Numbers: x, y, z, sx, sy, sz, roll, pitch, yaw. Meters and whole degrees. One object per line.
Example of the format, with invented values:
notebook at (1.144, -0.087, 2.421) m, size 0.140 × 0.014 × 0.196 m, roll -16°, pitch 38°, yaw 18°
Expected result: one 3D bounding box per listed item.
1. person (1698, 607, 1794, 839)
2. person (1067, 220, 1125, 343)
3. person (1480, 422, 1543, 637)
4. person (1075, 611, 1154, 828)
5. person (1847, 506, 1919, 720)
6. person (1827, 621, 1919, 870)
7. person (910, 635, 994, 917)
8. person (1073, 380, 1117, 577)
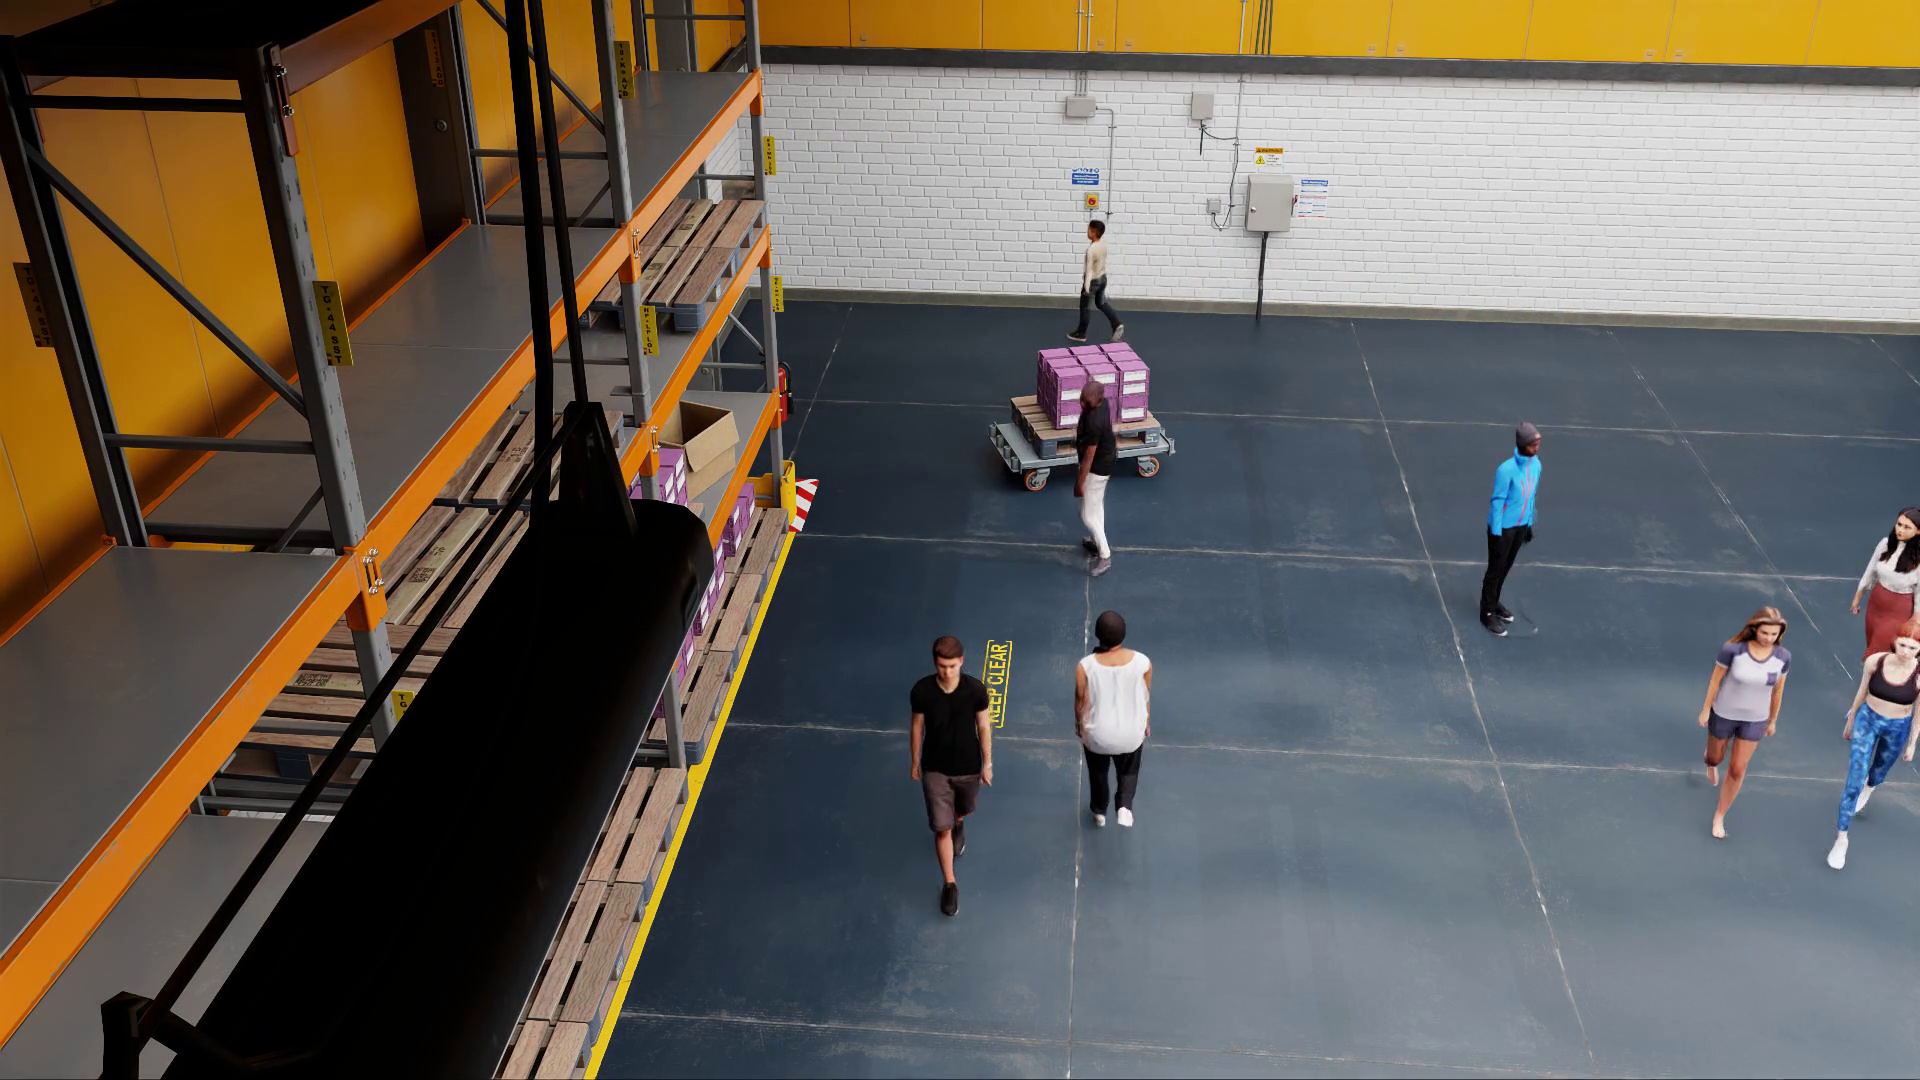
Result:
person at (5.215, 1.139, 11.157) m, size 0.783 × 1.709 × 1.000 m, roll 8°, pitch 30°, yaw 15°
person at (1.582, -2.926, 18.881) m, size 0.898 × 1.450 × 0.917 m, roll 19°, pitch 34°, yaw 31°
person at (4.404, -0.127, 13.391) m, size 0.757 × 1.793 × 0.807 m, roll -18°, pitch 34°, yaw -30°
person at (1.010, 1.238, 11.007) m, size 0.681 × 1.680 × 0.707 m, roll 1°, pitch 29°, yaw 2°
person at (6.876, 0.538, 12.231) m, size 0.797 × 1.736 × 0.701 m, roll -11°, pitch 30°, yaw -19°
person at (6.034, 1.255, 10.901) m, size 0.949 × 1.751 × 1.207 m, roll 18°, pitch 34°, yaw 30°
person at (-0.042, 1.374, 10.596) m, size 0.794 × 1.835 × 1.217 m, roll -2°, pitch 29°, yaw -3°
person at (1.178, -0.616, 14.307) m, size 0.958 × 1.774 × 0.620 m, roll 15°, pitch 32°, yaw 25°
